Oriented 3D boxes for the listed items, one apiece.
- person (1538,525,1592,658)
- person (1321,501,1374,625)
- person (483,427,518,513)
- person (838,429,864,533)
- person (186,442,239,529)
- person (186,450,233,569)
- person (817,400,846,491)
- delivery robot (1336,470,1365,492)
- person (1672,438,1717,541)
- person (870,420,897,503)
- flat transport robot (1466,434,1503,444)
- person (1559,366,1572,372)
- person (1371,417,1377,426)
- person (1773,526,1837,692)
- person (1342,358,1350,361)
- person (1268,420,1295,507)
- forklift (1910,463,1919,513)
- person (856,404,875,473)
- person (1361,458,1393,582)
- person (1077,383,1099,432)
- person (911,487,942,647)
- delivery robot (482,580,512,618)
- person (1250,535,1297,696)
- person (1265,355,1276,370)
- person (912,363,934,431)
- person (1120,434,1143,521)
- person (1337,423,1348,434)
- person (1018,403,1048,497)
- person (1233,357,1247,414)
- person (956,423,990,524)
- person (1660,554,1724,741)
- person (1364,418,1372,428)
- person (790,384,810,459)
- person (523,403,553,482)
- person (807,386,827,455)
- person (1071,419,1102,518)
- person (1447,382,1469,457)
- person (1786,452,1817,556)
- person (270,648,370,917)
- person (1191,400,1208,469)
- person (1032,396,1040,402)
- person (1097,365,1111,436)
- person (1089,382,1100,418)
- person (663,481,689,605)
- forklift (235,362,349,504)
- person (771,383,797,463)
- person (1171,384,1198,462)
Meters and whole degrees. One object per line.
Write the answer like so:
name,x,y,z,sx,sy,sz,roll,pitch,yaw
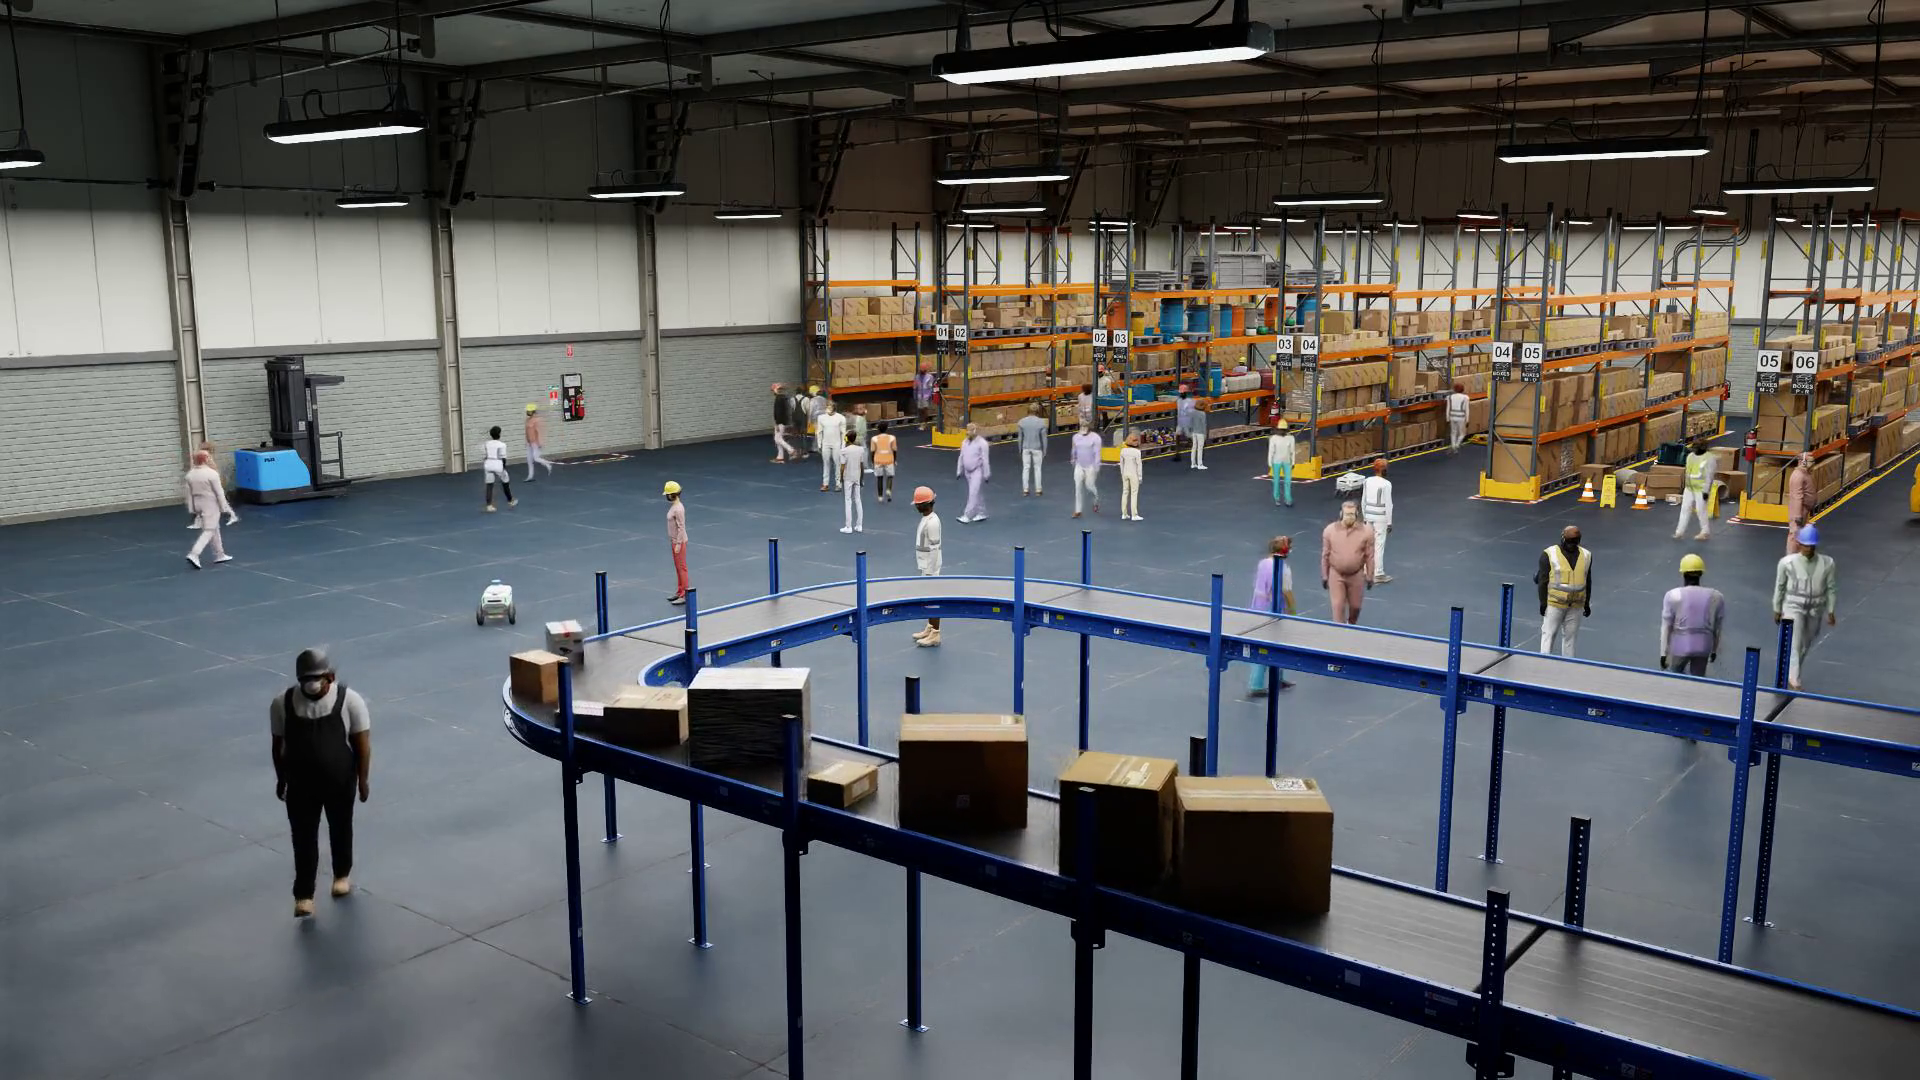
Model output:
person,7.018,0.739,18.140,0.621,1.838,0.429,-1,10,-3
person,4.883,0.427,19.752,0.661,1.887,0.642,2,10,11
person,-9.050,-1.400,30.686,0.538,1.656,0.848,3,10,14
person,-1.960,-1.069,28.217,0.510,1.872,0.328,-7,12,-33
person,-13.735,-1.017,28.695,0.858,1.596,0.513,-4,11,-19
person,-12.088,-0.505,25.051,0.638,1.870,0.921,5,11,27
person,-2.734,-2.004,33.303,0.645,1.936,0.380,2,10,10
delivery robot,8.154,-1.220,32.624,0.477,0.478,0.707,9,13,40
person,12.862,-0.879,27.382,0.780,1.792,0.660,-4,11,-23
person,-1.545,-1.584,31.624,0.547,1.682,0.370,0,10,-2
flat transport robot,14.491,-2.746,42.277,1.431,0.197,0.652,-3,11,-18
person,19.472,-5.065,50.595,0.544,1.913,0.849,1,10,6
person,12.368,-4.415,46.727,0.656,1.983,0.603,8,13,38
person,9.568,0.769,17.770,0.605,1.916,0.900,2,10,9
person,13.556,-5.756,54.585,0.532,1.876,0.319,6,12,32
person,6.400,-1.505,31.050,0.555,1.724,0.854,0,10,-1
forklift,19.034,-1.348,28.998,2.313,2.155,1.214,8,13,37
person,-2.347,-2.370,36.265,0.719,1.610,0.501,1,10,7
person,6.382,-0.312,23.914,0.337,1.882,0.585,-5,11,-27
person,3.204,-3.063,39.653,0.612,1.785,0.948,5,11,25
person,-0.428,0.328,19.899,0.392,2.033,0.605,-1,10,-8
delivery robot,-6.310,0.791,21.308,0.477,0.478,0.707,-2,10,-11
person,3.603,0.848,17.605,0.790,1.810,0.571,-3,10,-14
person,10.351,-5.219,51.742,0.593,1.805,0.576,3,11,18
person,-1.060,-4.118,45.076,0.628,1.976,0.793,4,11,20
person,3.243,-1.191,29.572,0.499,1.633,0.285,10,14,44
person,10.550,-3.715,42.899,0.626,1.943,0.667,8,13,37
person,1.518,-1.873,32.568,0.629,1.937,0.394,2,10,14
person,9.048,-4.958,50.213,0.602,1.830,0.404,4,11,24
person,0.184,-1.239,29.199,0.960,1.857,0.669,-9,13,-40
person,7.426,1.094,15.940,0.604,1.906,0.436,2,10,10
person,11.671,-3.889,44.844,0.544,1.607,0.759,6,11,28
person,-3.962,-2.947,38.884,0.505,1.841,0.331,2,10,10
person,-9.450,-2.184,34.839,0.529,1.751,0.598,10,14,44
person,-3.561,-2.989,39.289,0.875,1.781,0.584,6,12,29
person,2.439,-1.378,29.866,0.686,1.911,0.577,6,12,32
person,12.469,-3.015,39.162,0.607,1.871,0.414,8,13,39
person,13.190,-0.432,24.527,0.407,1.910,0.638,6,12,30
person,-4.788,1.798,11.719,0.709,2.000,0.976,-3,10,-16
person,5.642,-2.491,36.889,0.279,1.633,0.500,-6,12,-32
person,2.375,-4.885,49.629,0.448,1.902,0.618,-4,11,-21
person,3.951,-3.918,43.900,0.613,1.995,0.390,8,13,39
person,3.546,-3.418,42.087,0.522,1.640,0.306,9,13,40
person,-4.054,0.035,22.324,0.328,1.759,0.524,-3,11,-18
forklift,-13.803,-2.244,32.110,1.129,2.768,1.873,8,13,37
person,-4.307,-2.840,37.987,0.598,1.952,0.634,1,10,8
person,5.569,-2.880,38.342,0.850,1.908,0.550,-8,13,-36
